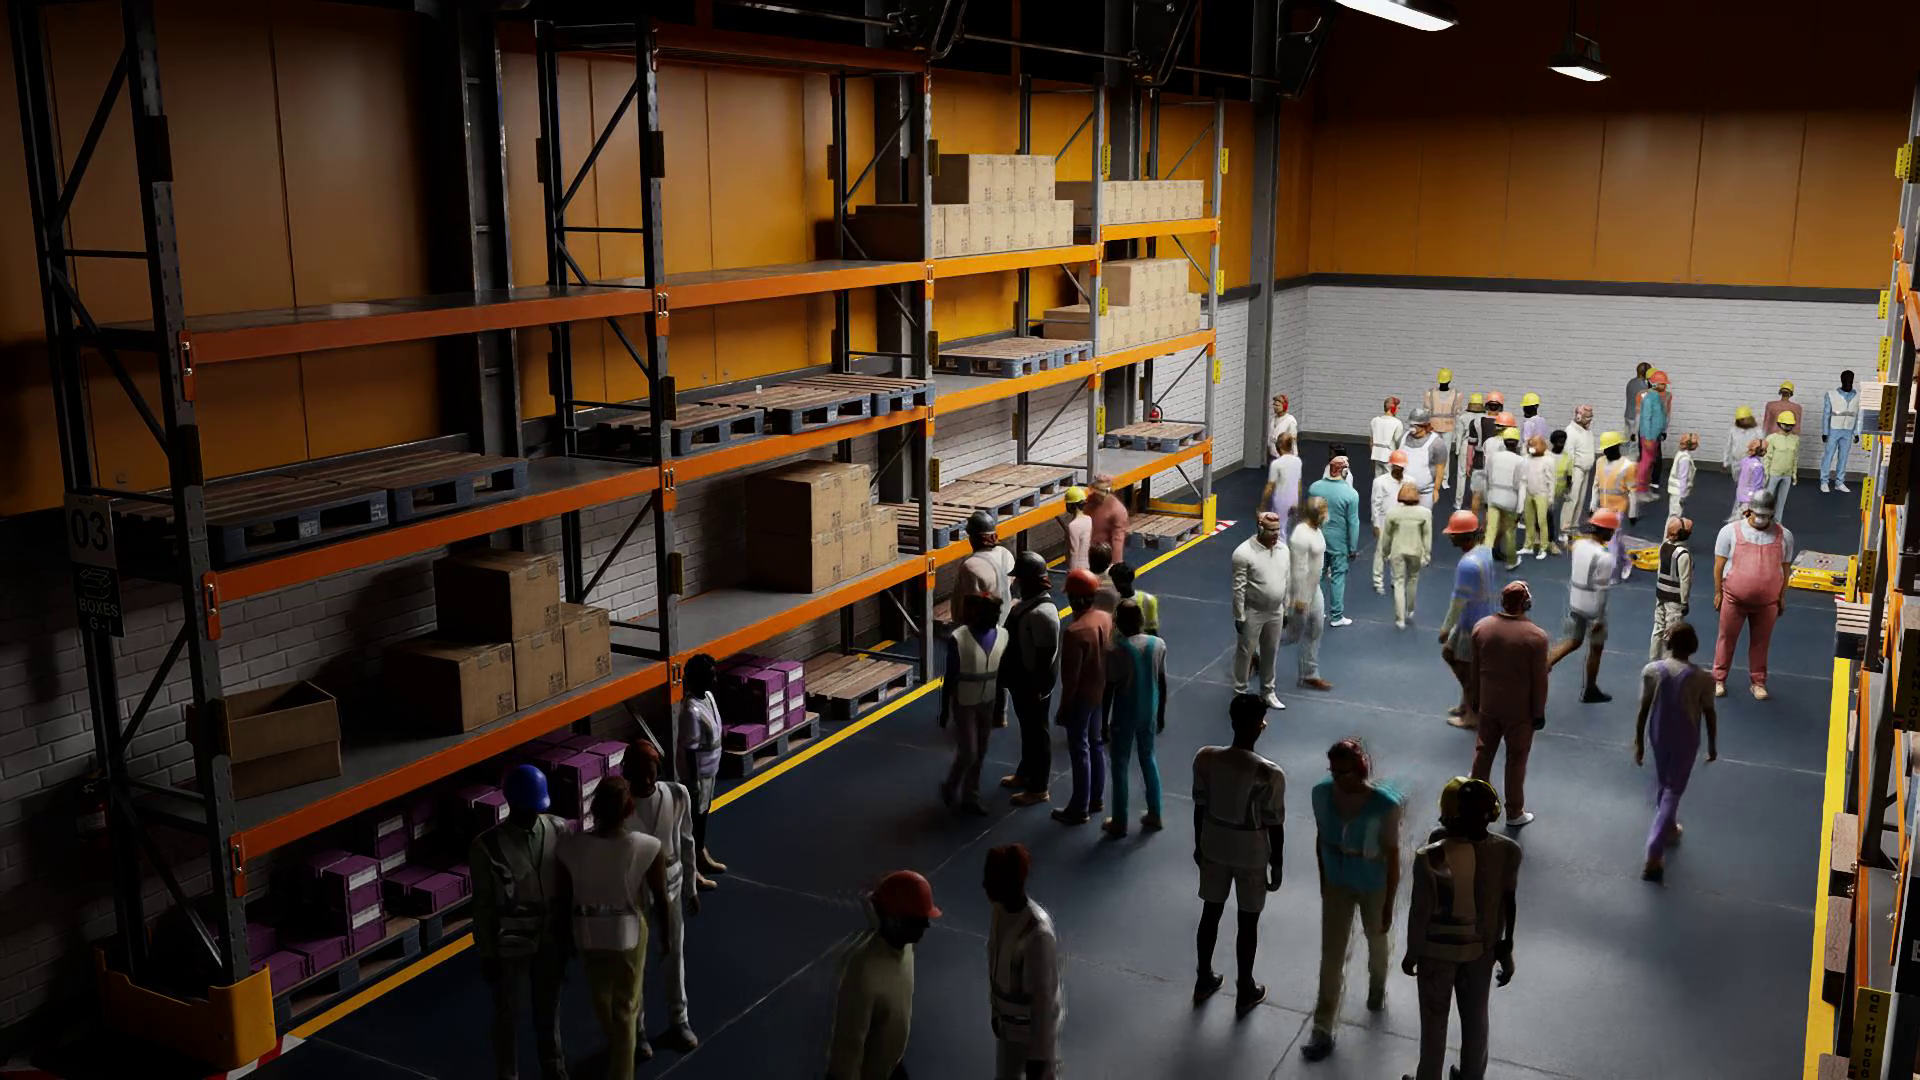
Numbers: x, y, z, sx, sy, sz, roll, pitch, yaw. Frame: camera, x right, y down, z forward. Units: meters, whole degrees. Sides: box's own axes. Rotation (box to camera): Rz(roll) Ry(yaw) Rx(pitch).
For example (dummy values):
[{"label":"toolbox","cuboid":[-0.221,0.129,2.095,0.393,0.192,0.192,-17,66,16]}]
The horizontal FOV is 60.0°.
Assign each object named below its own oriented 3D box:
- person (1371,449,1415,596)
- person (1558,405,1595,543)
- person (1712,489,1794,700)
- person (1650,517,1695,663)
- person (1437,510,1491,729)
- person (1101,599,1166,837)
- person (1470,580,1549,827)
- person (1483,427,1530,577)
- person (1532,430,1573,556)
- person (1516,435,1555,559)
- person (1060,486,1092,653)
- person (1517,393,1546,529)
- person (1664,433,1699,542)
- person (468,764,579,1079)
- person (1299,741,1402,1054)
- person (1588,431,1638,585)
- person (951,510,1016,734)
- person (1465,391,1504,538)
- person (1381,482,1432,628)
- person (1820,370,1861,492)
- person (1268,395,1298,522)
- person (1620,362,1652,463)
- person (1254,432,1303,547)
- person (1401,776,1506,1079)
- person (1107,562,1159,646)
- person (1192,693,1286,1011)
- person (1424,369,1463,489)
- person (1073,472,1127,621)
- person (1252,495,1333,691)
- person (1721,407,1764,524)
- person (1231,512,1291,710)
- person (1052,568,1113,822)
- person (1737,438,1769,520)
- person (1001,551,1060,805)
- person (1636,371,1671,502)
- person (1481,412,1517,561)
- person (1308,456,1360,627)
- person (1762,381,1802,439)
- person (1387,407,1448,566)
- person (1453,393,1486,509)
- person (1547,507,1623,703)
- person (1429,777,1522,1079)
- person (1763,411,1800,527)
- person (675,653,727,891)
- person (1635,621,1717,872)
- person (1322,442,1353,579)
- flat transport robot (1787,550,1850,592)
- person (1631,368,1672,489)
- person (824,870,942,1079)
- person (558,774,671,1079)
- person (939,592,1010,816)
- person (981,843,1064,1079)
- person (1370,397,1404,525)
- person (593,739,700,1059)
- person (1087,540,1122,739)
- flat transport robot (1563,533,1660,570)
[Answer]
[{"label":"person","cuboid":[5.140,-0.215,19.722,0.567,1.749,0.337,-4,13,-16]},{"label":"person","cuboid":[8.327,-0.888,22.422,0.403,1.897,0.654,11,17,40]},{"label":"person","cuboid":[7.531,0.513,15.810,0.683,2.000,0.538,3,13,13]},{"label":"person","cuboid":[7.028,0.586,16.400,0.307,1.638,0.511,-1,13,-5]},{"label":"person","cuboid":[4.535,0.718,14.940,0.510,2.016,0.622,5,13,20]},{"label":"person","cuboid":[1.313,1.341,12.614,0.536,1.820,0.363,-5,14,-21]},{"label":"person","cuboid":[4.246,1.248,12.860,0.397,1.901,0.643,-10,16,-39]},{"label":"person","cuboid":[6.735,-0.461,20.601,0.608,1.859,1.031,9,16,36]},{"label":"person","cuboid":[7.791,-0.659,21.955,0.540,1.643,0.921,-3,13,-11]},{"label":"person","cuboid":[7.464,-0.563,21.587,0.303,1.622,0.518,-9,16,-36]},{"label":"person","cuboid":[1.206,0.313,17.331,0.329,1.765,0.533,6,14,24]},{"label":"person","cuboid":[7.988,-1.105,23.356,0.400,1.913,0.592,10,16,38]},{"label":"person","cuboid":[9.419,-0.600,21.734,0.324,1.626,0.516,4,13,17]},{"label":"person","cuboid":[-2.299,2.115,8.856,0.390,1.945,0.603,12,17,42]},{"label":"person","cuboid":[2.306,2.016,9.696,0.597,1.780,1.034,8,15,33]},{"label":"person","cuboid":[8.040,-0.407,20.307,0.774,1.879,0.589,-4,13,-18]},{"label":"person","cuboid":[0.171,0.736,14.814,0.536,2.000,0.682,9,15,35]},{"label":"person","cuboid":[7.226,-1.017,22.701,0.617,2.028,0.410,4,13,16]},{"label":"person","cuboid":[4.941,0.135,18.464,0.529,1.600,0.740,2,13,10]},{"label":"person","cuboid":[13.776,-1.706,26.024,0.593,1.920,0.391,0,13,-1]},{"label":"person","cuboid":[4.613,-1.168,23.801,0.388,1.837,0.562,-4,13,-19]},{"label":"person","cuboid":[10.990,-1.930,27.015,0.371,1.932,0.628,0,13,-2]},{"label":"person","cuboid":[3.896,-0.416,20.456,0.541,1.829,0.547,-12,17,-43]},{"label":"person","cuboid":[2.646,2.152,8.941,0.600,1.831,0.404,-4,13,-16]},{"label":"person","cuboid":[1.490,0.976,14.580,0.556,1.662,0.567,3,13,13]},{"label":"person","cuboid":[1.665,1.862,9.974,0.608,1.960,0.365,9,15,35]},{"label":"person","cuboid":[7.600,-1.756,26.252,0.585,1.916,0.390,3,13,14]},{"label":"person","cuboid":[1.489,0.166,17.846,0.707,1.836,0.987,12,17,43]},{"label":"person","cuboid":[3.267,0.502,16.164,0.774,1.916,0.648,7,15,30]},{"label":"person","cuboid":[11.129,-1.056,23.655,0.974,1.675,0.486,-11,17,-41]},{"label":"person","cuboid":[2.812,0.669,15.440,0.647,1.900,0.400,-6,14,-26]},{"label":"person","cuboid":[0.944,1.198,12.864,0.388,1.993,0.637,8,15,32]},{"label":"person","cuboid":[10.091,-0.492,21.244,0.313,1.631,0.523,1,13,5]},{"label":"person","cuboid":[0.519,1.082,13.265,0.537,2.000,0.680,-2,13,-8]},{"label":"person","cuboid":[10.542,-1.584,25.330,0.418,1.985,0.645,10,16,38]},{"label":"person","cuboid":[6.965,-0.693,21.485,0.388,1.926,0.549,-4,13,-15]},{"label":"person","cuboid":[4.140,0.010,18.396,0.399,1.900,0.644,-12,17,-43]},{"label":"person","cuboid":[12.790,-1.596,25.917,0.532,1.754,0.342,7,14,27]},{"label":"person","cuboid":[5.799,-0.687,21.186,0.681,2.000,0.536,12,17,42]},{"label":"person","cuboid":[7.603,-1.312,24.689,0.490,1.730,0.324,2,13,8]},{"label":"person","cuboid":[5.817,0.633,15.578,0.753,1.911,0.581,-4,13,-16]},{"label":"person","cuboid":[2.692,2.152,8.859,0.518,1.874,0.326,5,14,23]},{"label":"person","cuboid":[11.194,-0.888,22.707,0.522,1.769,0.311,-3,13,-13]},{"label":"person","cuboid":[-1.829,1.612,11.688,0.319,1.691,0.536,1,13,5]},{"label":"person","cuboid":[5.174,1.473,12.080,0.507,1.797,0.981,12,17,43]},{"label":"person","cuboid":[4.627,-0.373,20.556,0.318,1.697,0.533,-5,13,-21]},{"label":"flat transport robot","cuboid":[10.609,0.373,20.436,0.652,0.197,1.431,8,15,31]},{"label":"person","cuboid":[10.876,-1.748,26.216,0.585,1.917,0.381,-1,13,-5]},{"label":"person","cuboid":[-0.494,2.409,7.634,1.105,1.923,0.661,5,14,22]},{"label":"person","cuboid":[-1.859,2.140,9.068,0.570,1.792,0.962,0,13,1]},{"label":"person","cuboid":[0.116,1.276,12.902,0.598,1.814,0.456,-10,16,-39]},{"label":"person","cuboid":[0.286,2.347,8.019,0.511,1.872,0.581,-5,13,-21]},{"label":"person","cuboid":[6.010,-1.096,23.473,0.389,1.837,0.563,-9,15,-34]},{"label":"person","cuboid":[-1.772,2.021,9.437,0.584,1.878,0.368,-7,15,-30]},{"label":"person","cuboid":[1.285,0.872,14.707,0.435,1.818,0.679,2,13,7]},{"label":"flat transport robot","cuboid":[8.619,0.116,21.586,0.652,0.197,1.431,-6,14,-25]}]
